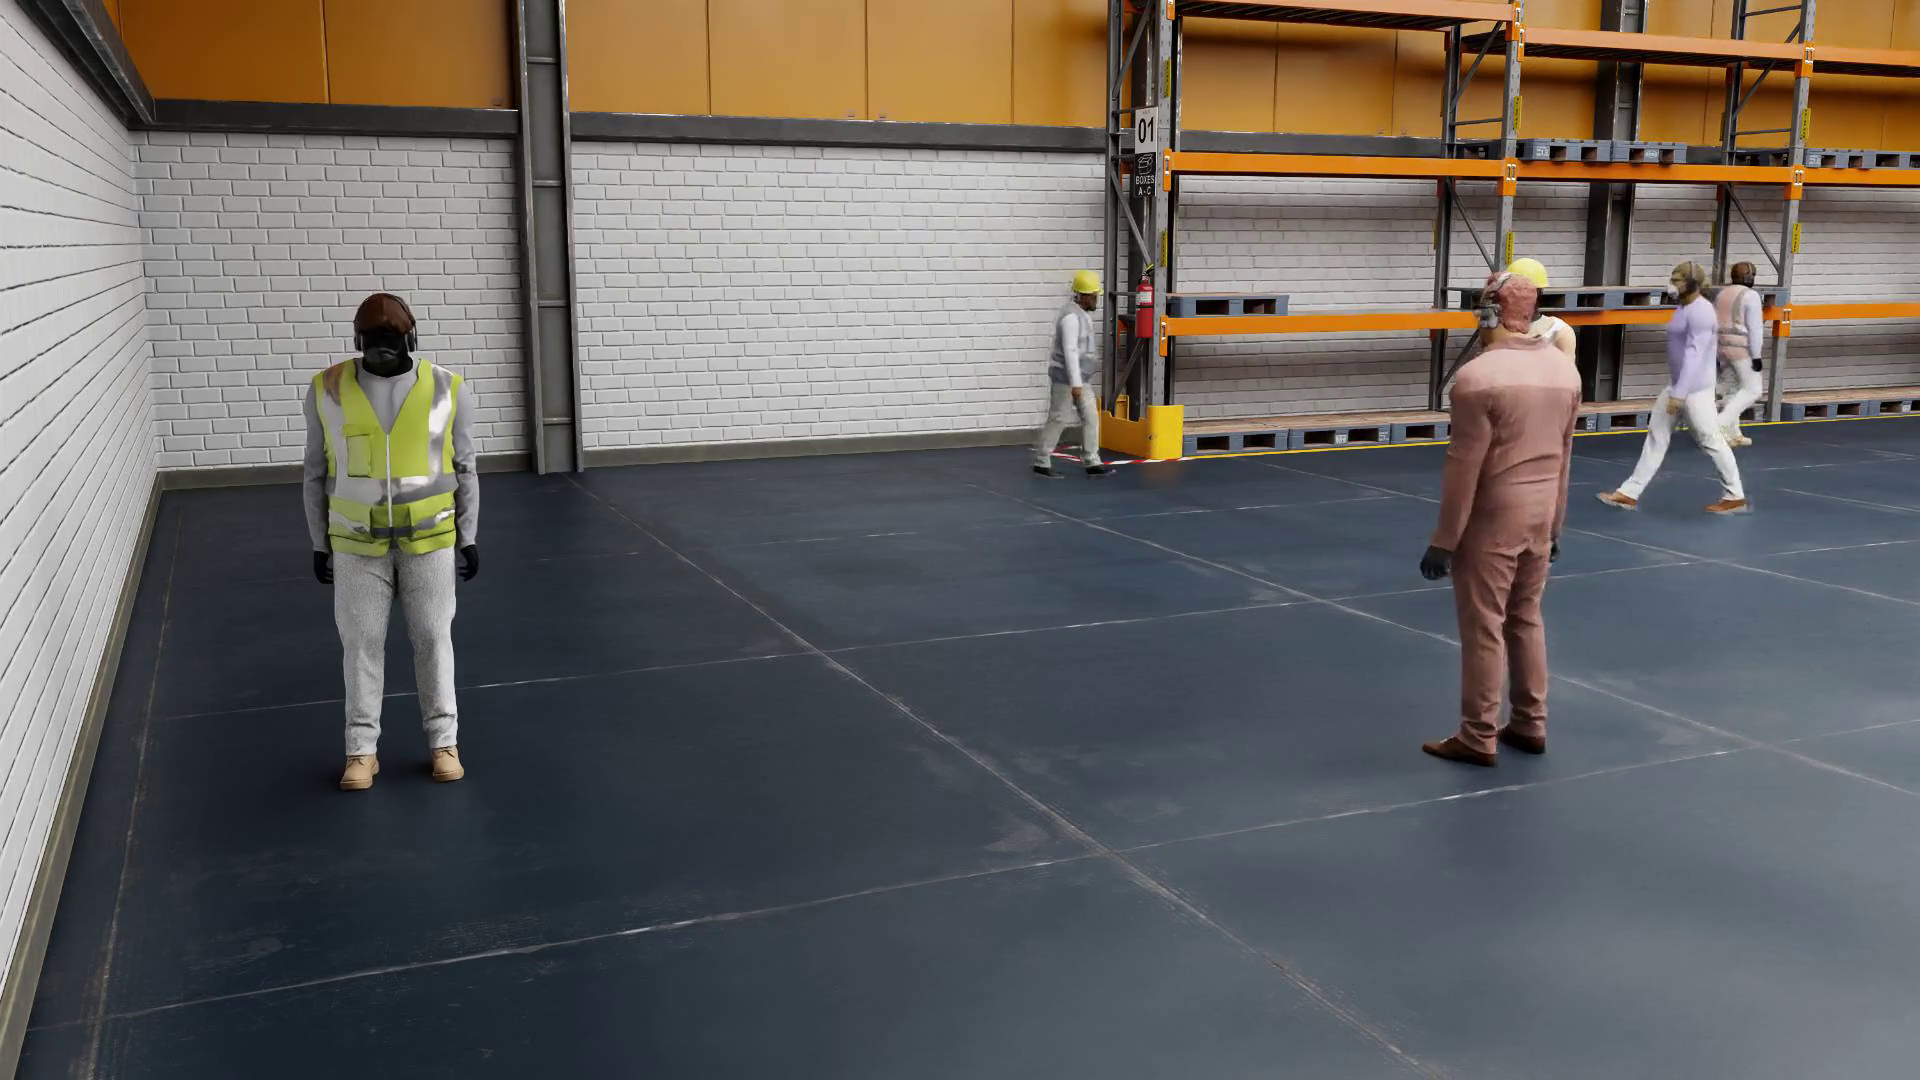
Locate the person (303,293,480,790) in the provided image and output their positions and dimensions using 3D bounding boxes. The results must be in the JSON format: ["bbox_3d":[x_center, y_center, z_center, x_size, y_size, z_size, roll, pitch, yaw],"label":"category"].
[{"bbox_3d":[-2.103,0.008,6.193,0.621,1.838,0.429,-3,11,-17],"label":"person"}]

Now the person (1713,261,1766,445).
[{"bbox_3d":[7.648,-1.818,16.369,0.570,1.829,0.674,-2,10,-9],"label":"person"}]

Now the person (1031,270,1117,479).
[{"bbox_3d":[0.984,-1.381,14.059,0.830,1.781,0.614,4,11,21],"label":"person"}]

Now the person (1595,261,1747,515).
[{"bbox_3d":[5.381,-1.117,12.346,1.069,1.881,0.647,1,10,7],"label":"person"}]

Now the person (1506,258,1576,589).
[{"bbox_3d":[3.234,-0.653,9.609,0.369,1.925,0.594,-7,12,-35],"label":"person"}]

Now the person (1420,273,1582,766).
[{"bbox_3d":[2.075,-0.071,6.467,0.685,1.903,0.394,-7,12,-33],"label":"person"}]
